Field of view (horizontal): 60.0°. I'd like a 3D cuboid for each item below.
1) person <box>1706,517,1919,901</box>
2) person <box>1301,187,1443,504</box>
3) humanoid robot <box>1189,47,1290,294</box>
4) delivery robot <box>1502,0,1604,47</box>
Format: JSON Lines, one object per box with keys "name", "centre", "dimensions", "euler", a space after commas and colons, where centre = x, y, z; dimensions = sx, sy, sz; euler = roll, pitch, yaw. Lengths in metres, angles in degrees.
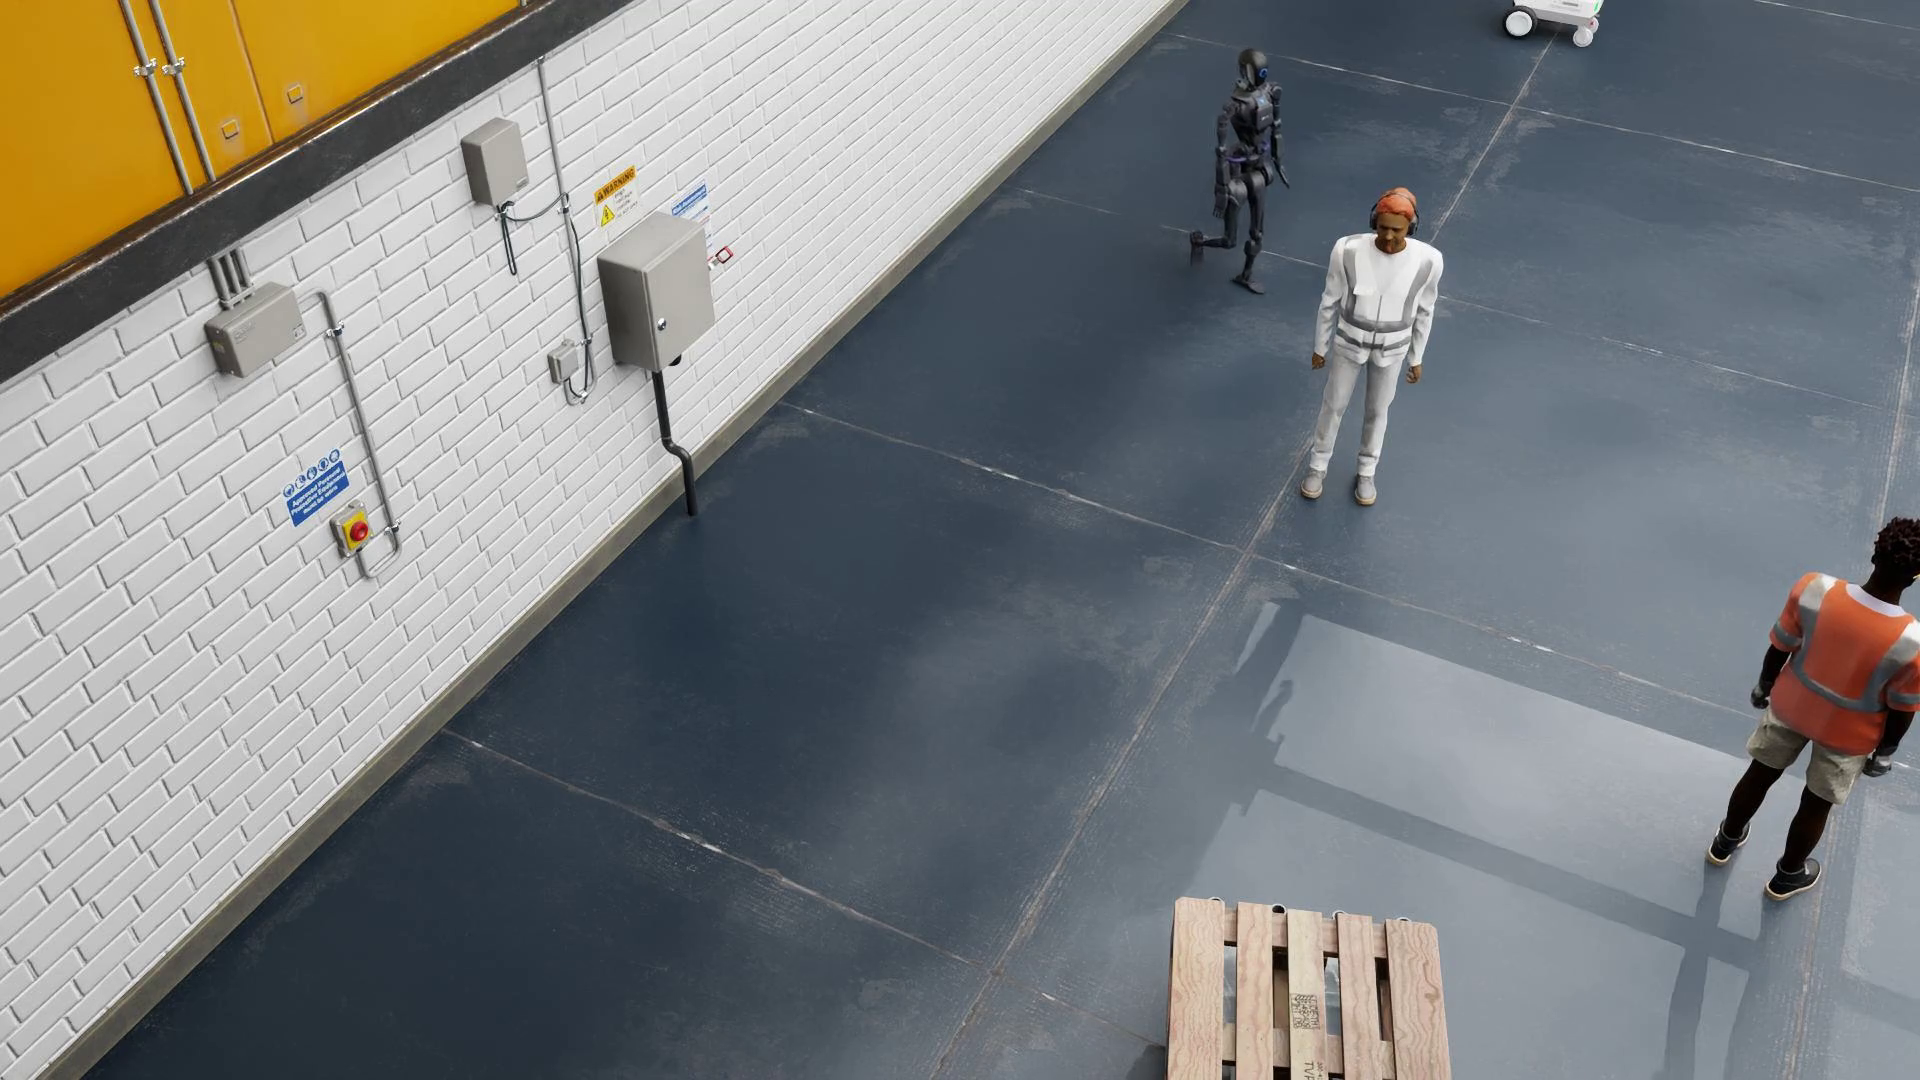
{"name": "person", "centre": [3.508, 0.698, 6.731], "dimensions": [0.367, 1.966, 0.602], "euler": [-29, 49, -29]}
{"name": "person", "centre": [2.156, -1.005, 8.767], "dimensions": [0.583, 1.882, 0.337], "euler": [8, 41, 9]}
{"name": "humanoid robot", "centre": [1.771, -2.345, 10.487], "dimensions": [0.590, 1.644, 0.532], "euler": [-27, 48, -28]}
{"name": "delivery robot", "centre": [4.914, -4.435, 13.772], "dimensions": [0.804, 0.610, 0.499], "euler": [18, 44, 19]}
